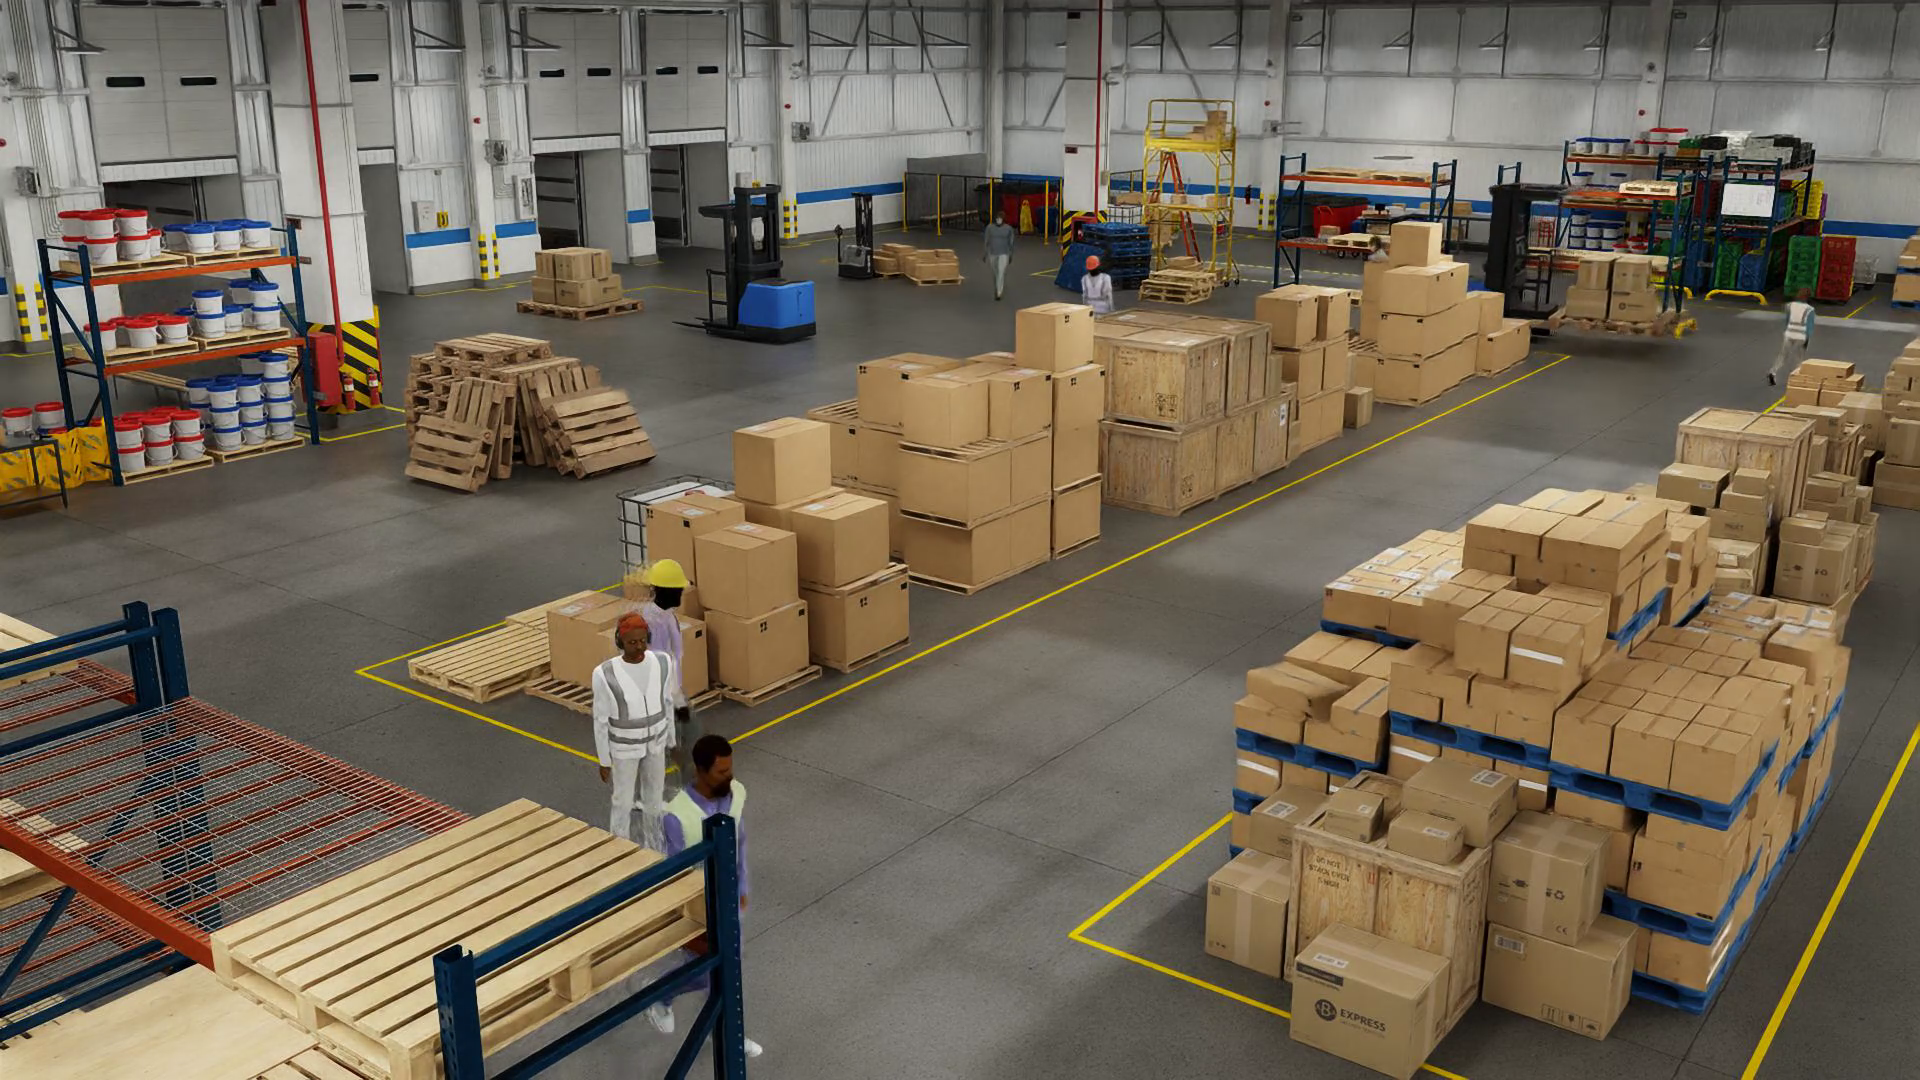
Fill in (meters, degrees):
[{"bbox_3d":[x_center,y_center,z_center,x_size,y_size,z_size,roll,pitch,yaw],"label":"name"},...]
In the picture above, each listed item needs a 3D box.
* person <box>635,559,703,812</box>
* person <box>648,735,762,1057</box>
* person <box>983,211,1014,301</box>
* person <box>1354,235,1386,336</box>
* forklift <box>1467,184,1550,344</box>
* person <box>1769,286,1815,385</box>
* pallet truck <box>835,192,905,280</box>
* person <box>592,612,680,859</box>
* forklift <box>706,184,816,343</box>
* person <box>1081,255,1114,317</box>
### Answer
[{"bbox_3d":[-2.038,1.057,11.941,0.745,1.902,0.606,0,17,0],"label":"person"},{"bbox_3d":[-1.415,1.926,9.066,0.597,1.899,0.612,11,20,33],"label":"person"},{"bbox_3d":[0.848,-6.128,35.737,0.641,1.914,0.910,4,17,11],"label":"person"},{"bbox_3d":[7.750,-4.727,31.054,0.506,1.920,0.686,-1,17,-2],"label":"person"},{"bbox_3d":[10.012,-5.170,30.895,1.873,2.768,1.129,9,19,29],"label":"forklift"},{"bbox_3d":[13.424,-3.274,26.761,0.724,1.617,0.514,-10,19,-30],"label":"person"},{"bbox_3d":[-1.936,-7.159,38.982,1.885,1.965,0.823,-12,21,-34],"label":"pallet truck"},{"bbox_3d":[-2.116,1.371,10.929,0.584,1.882,0.337,-13,21,-37],"label":"person"},{"bbox_3d":[-3.717,-5.181,30.929,1.873,2.768,1.129,12,21,35],"label":"forklift"},{"bbox_3d":[2.357,-3.942,28.486,0.603,1.904,0.578,9,19,28],"label":"person"}]
